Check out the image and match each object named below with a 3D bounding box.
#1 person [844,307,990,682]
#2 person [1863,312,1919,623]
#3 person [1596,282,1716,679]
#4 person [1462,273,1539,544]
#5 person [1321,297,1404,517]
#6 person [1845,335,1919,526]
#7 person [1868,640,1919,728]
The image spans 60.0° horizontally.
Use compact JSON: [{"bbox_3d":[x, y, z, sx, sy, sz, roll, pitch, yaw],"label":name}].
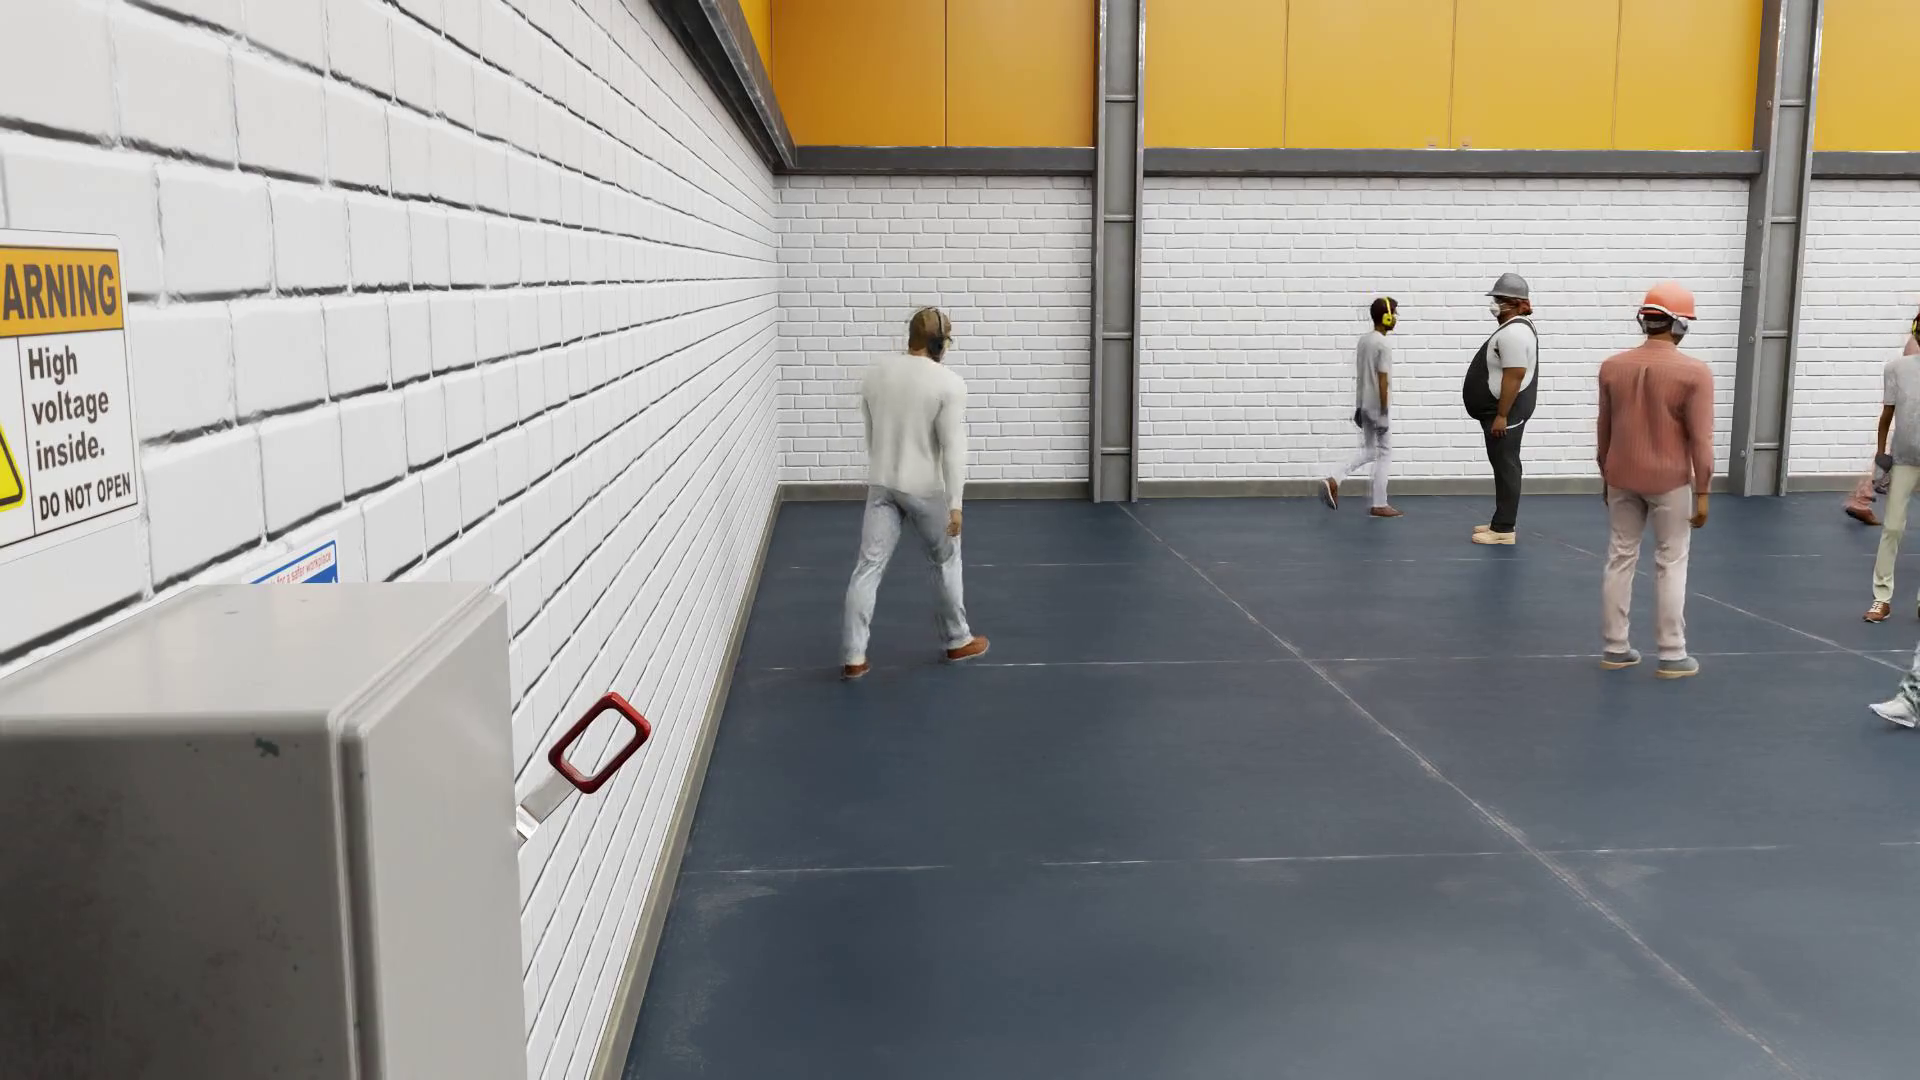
[{"bbox_3d":[-0.246,-0.234,8.448,0.653,1.867,0.918,5,10,28],"label":"person"},{"bbox_3d":[5.554,-0.425,9.586,0.520,1.865,0.335,6,11,32],"label":"person"},{"bbox_3d":[3.499,-0.299,8.399,0.395,1.992,0.632,-8,12,-40],"label":"person"},{"bbox_3d":[4.082,-0.994,12.601,0.537,2.000,0.683,3,10,21],"label":"person"},{"bbox_3d":[3.390,-1.096,13.840,0.629,1.848,0.532,-2,9,-14],"label":"person"},{"bbox_3d":[7.630,-1.000,13.207,0.984,1.864,0.656,3,10,19],"label":"person"},{"bbox_3d":[4.447,0.023,7.271,0.798,1.704,0.506,-4,10,-22],"label":"person"}]
